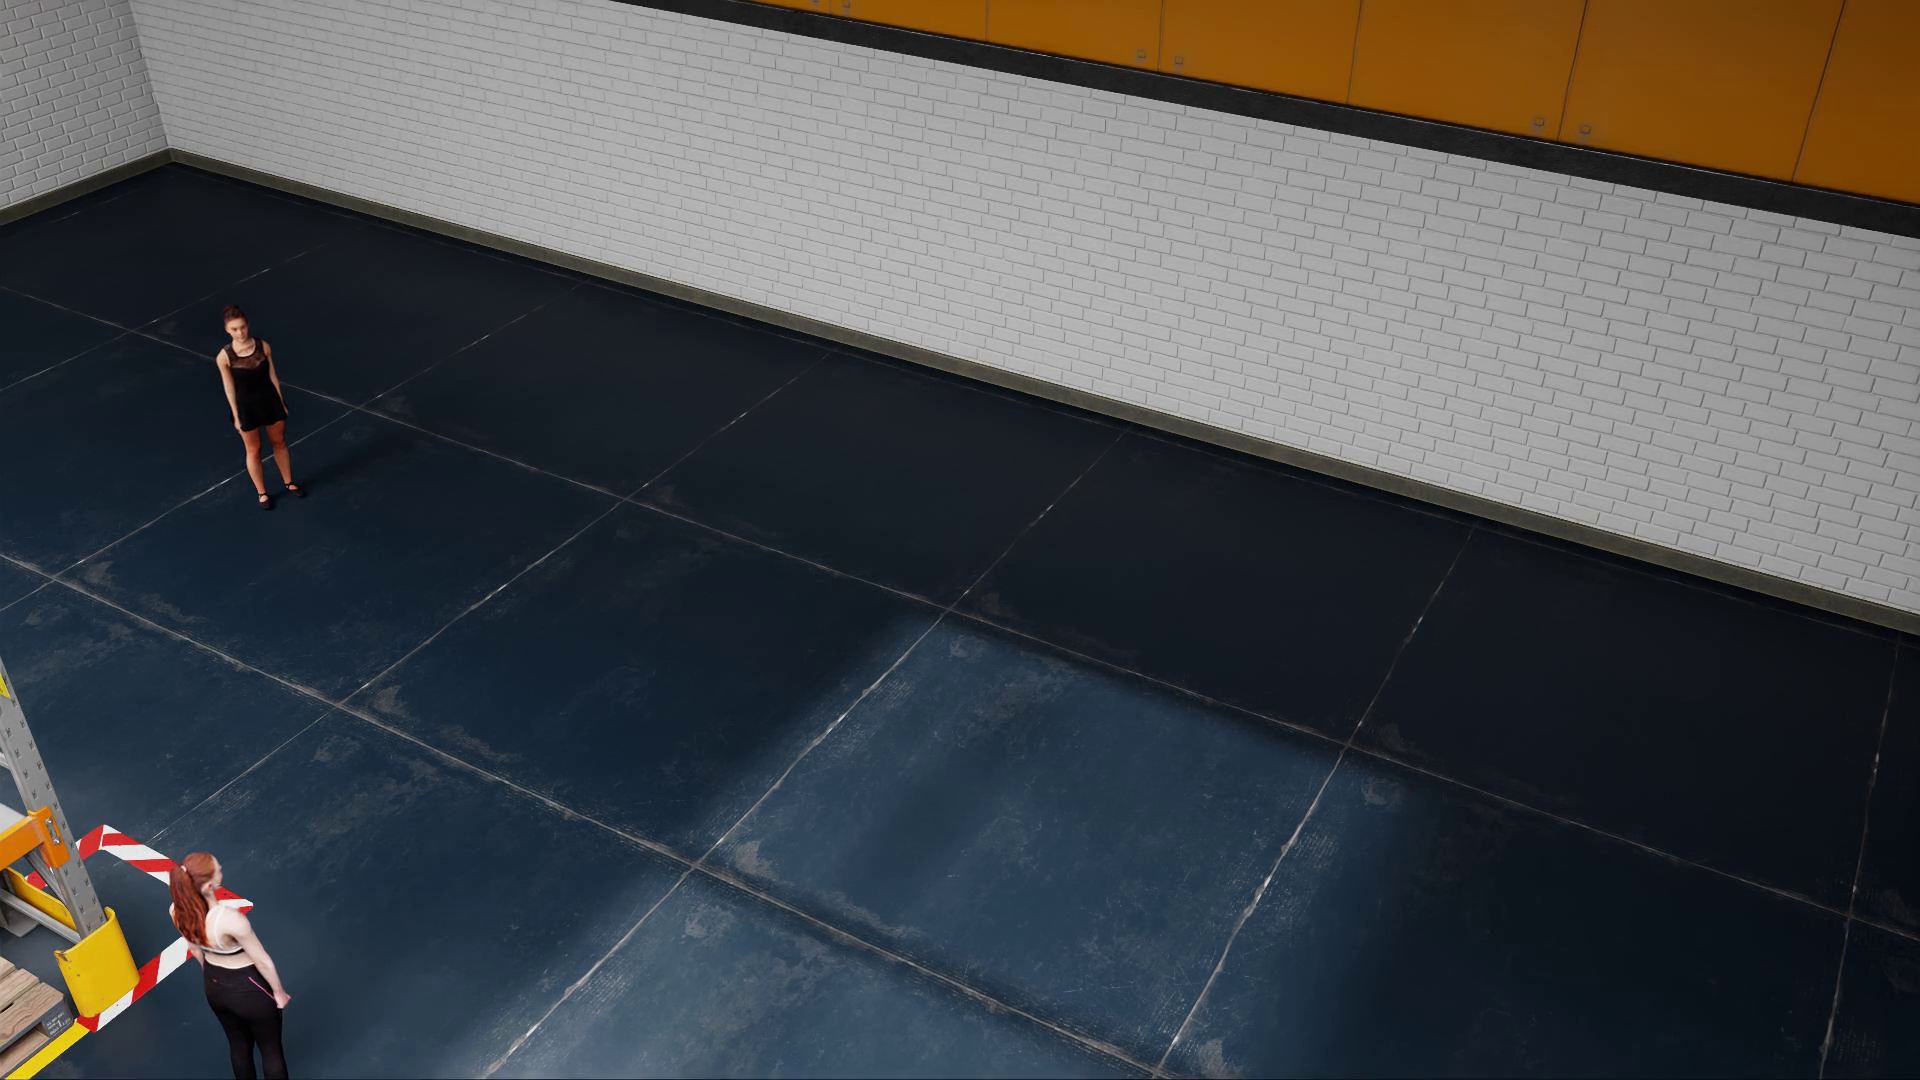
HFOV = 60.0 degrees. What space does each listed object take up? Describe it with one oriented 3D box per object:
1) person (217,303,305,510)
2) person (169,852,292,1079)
[{"bbox_3d":[-5.432,-1.043,12.868,0.601,1.675,0.713,-25,41,-33],"label":"person"},{"bbox_3d":[-3.465,2.165,7.982,0.626,1.741,0.586,11,35,16],"label":"person"}]
